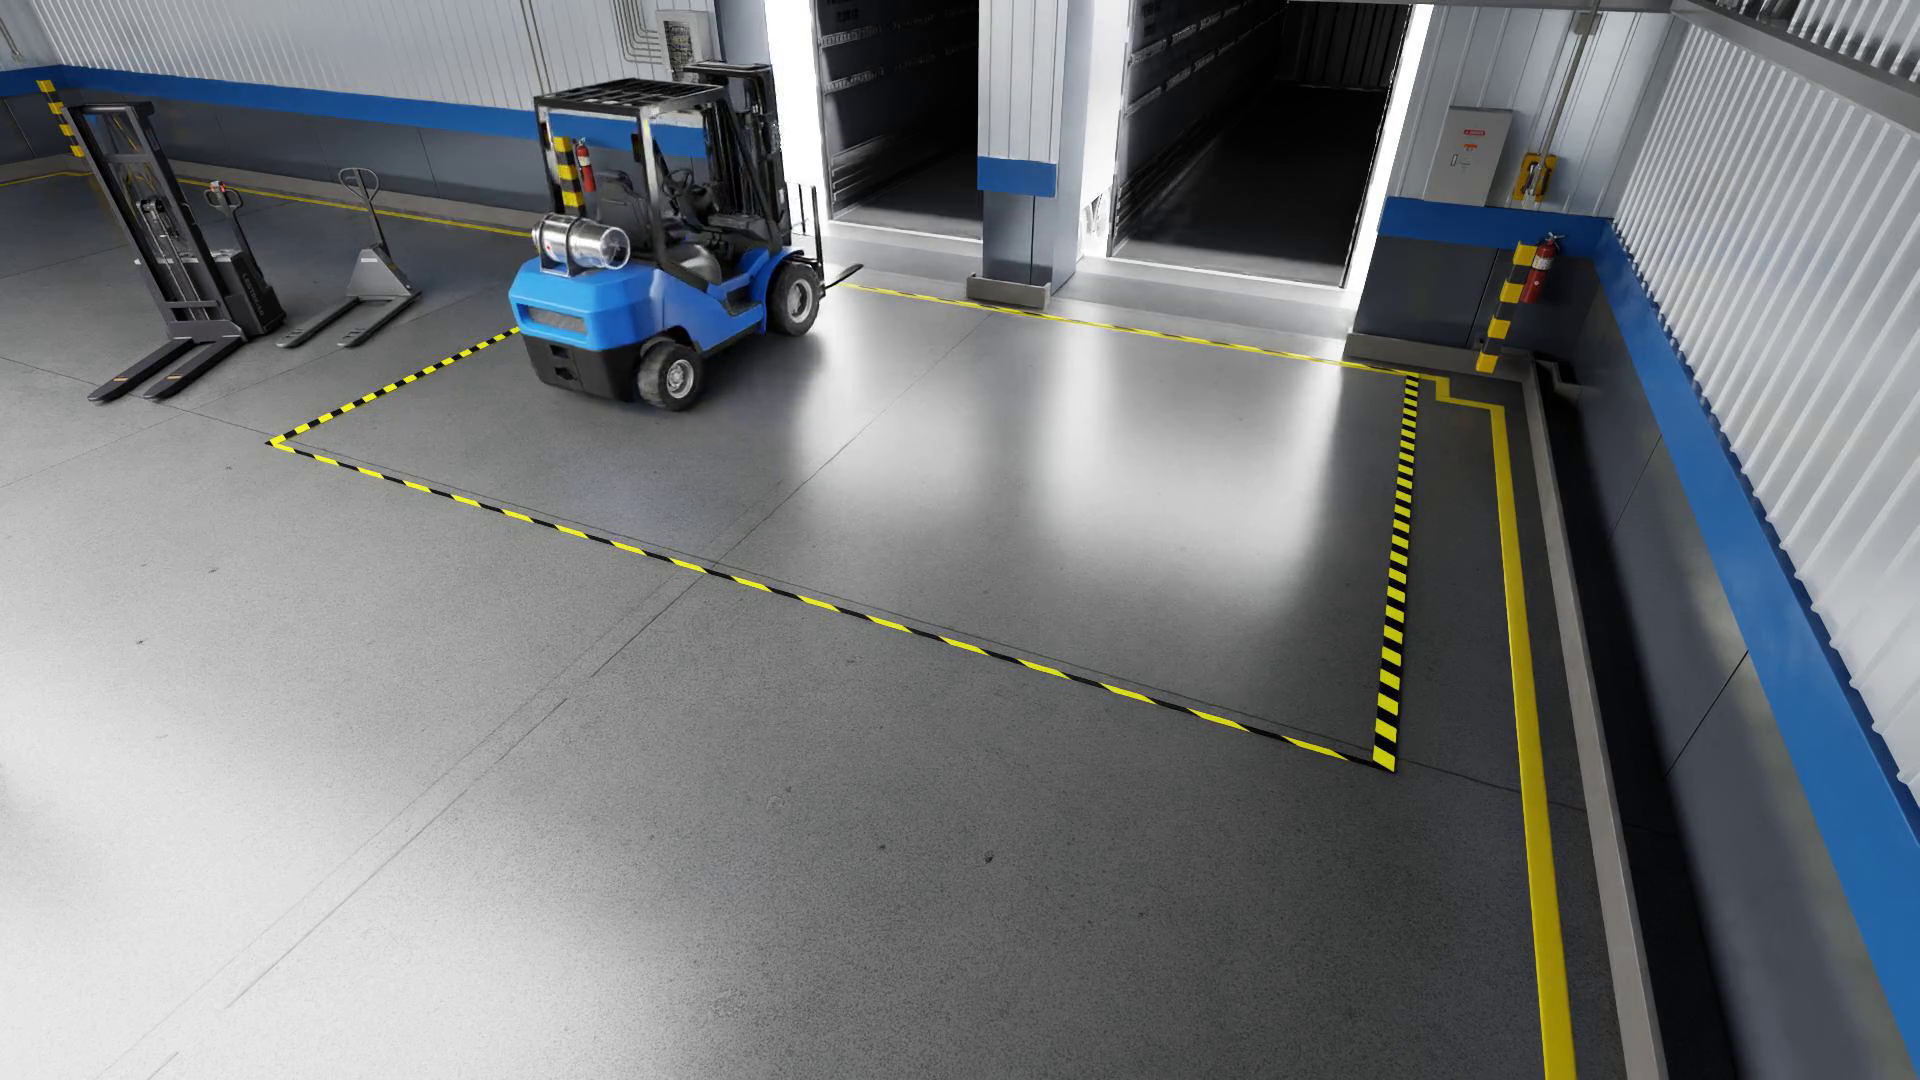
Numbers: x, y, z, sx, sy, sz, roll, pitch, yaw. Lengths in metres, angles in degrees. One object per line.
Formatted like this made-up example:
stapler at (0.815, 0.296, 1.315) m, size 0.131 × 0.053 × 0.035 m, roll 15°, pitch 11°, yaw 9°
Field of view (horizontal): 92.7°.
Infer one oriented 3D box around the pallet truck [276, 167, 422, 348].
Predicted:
pallet truck at (-5.732, -2.611, 8.414) m, size 0.680 × 1.201 × 1.601 m, roll -1°, pitch 35°, yaw -1°

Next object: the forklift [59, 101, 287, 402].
forklift at (-6.686, -2.387, 7.434) m, size 0.823 × 1.965 × 1.885 m, roll -3°, pitch 35°, yaw -5°

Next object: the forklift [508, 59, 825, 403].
forklift at (-2.362, -2.583, 7.401) m, size 1.157 × 2.036 × 2.680 m, roll 16°, pitch 38°, yaw 21°
